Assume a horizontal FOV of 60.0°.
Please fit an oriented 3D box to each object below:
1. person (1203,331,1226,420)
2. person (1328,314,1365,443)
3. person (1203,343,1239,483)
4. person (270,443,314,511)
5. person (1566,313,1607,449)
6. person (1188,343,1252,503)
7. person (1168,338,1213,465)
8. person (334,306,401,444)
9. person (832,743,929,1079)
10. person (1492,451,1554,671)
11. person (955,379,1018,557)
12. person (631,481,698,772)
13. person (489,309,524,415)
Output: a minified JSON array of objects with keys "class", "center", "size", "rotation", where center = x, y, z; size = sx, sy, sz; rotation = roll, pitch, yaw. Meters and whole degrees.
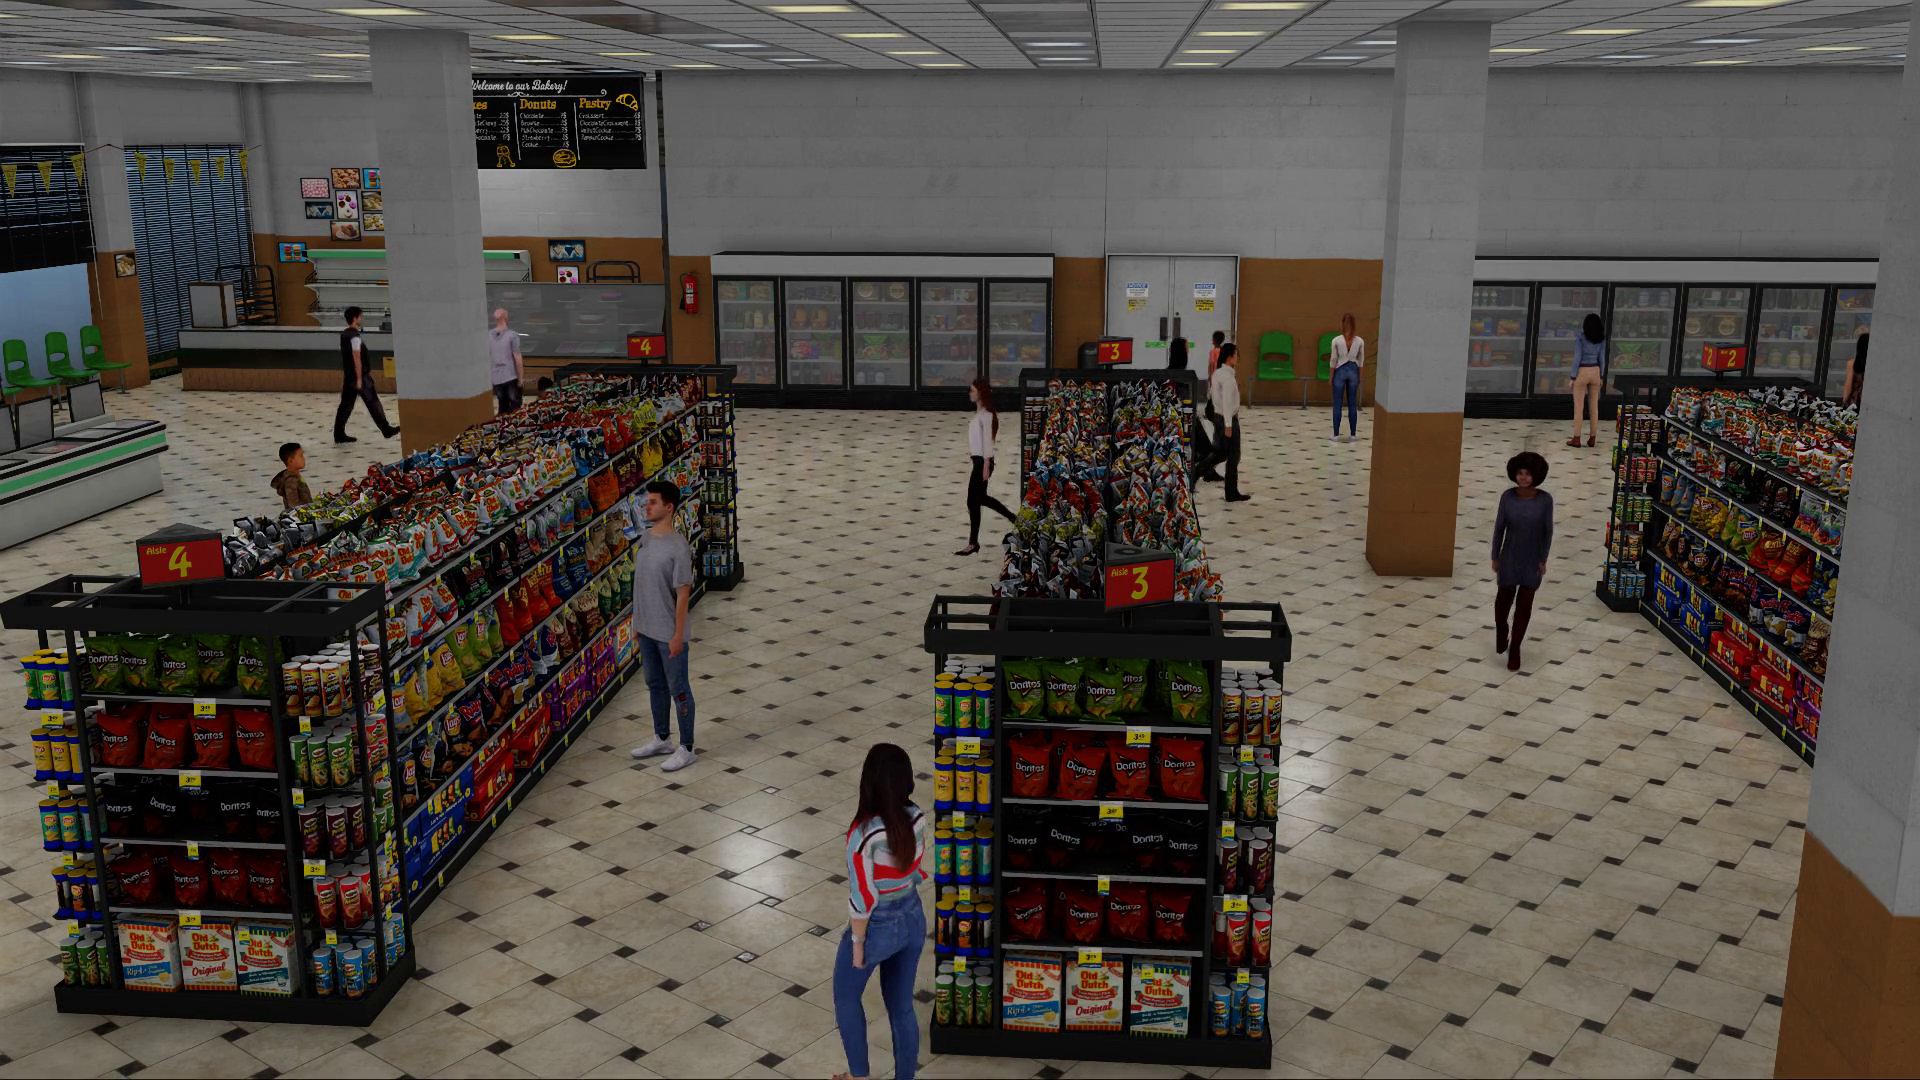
[{"class":"person","center":[3.761,-2.355,24.007],"size":[0.756,1.295,0.898],"rotation":[-8,16,-29]},{"class":"person","center":[5.207,-2.193,22.432],"size":[0.631,1.722,0.546],"rotation":[0,14,-1]},{"class":"person","center":[3.001,-1.492,19.671],"size":[0.761,1.661,0.638],"rotation":[-5,15,-21]},{"class":"person","center":[-5.762,-0.127,14.482],"size":[0.726,1.455,0.634],"rotation":[-5,15,-20]},{"class":"person","center":[8.300,-2.115,22.000],"size":[0.636,1.774,0.620],"rotation":[-1,14,-4]},{"class":"person","center":[2.876,-1.292,18.573],"size":[0.842,1.790,0.993],"rotation":[-1,14,-5]},{"class":"person","center":[2.608,-1.701,20.646],"size":[0.724,1.608,1.072],"rotation":[3,14,11]},{"class":"person","center":[-8.100,-2.147,22.058],"size":[1.220,1.809,1.147],"rotation":[-12,18,-40]},{"class":"person","center":[-0.247,1.641,6.887],"size":[0.745,1.598,0.808],"rotation":[-13,19,-43]},{"class":"person","center":[4.336,0.151,12.820],"size":[0.669,1.697,0.767],"rotation":[5,15,20]},{"class":"person","center":[0.298,-0.691,16.193],"size":[0.791,1.744,0.945],"rotation":[-2,14,-7]},{"class":"person","center":[-1.920,0.541,10.807],"size":[0.755,1.890,0.787],"rotation":[13,18,42]},{"class":"person","center":[-6.029,-2.119,21.923],"size":[0.771,1.819,1.098],"rotation":[3,14,12]}]
